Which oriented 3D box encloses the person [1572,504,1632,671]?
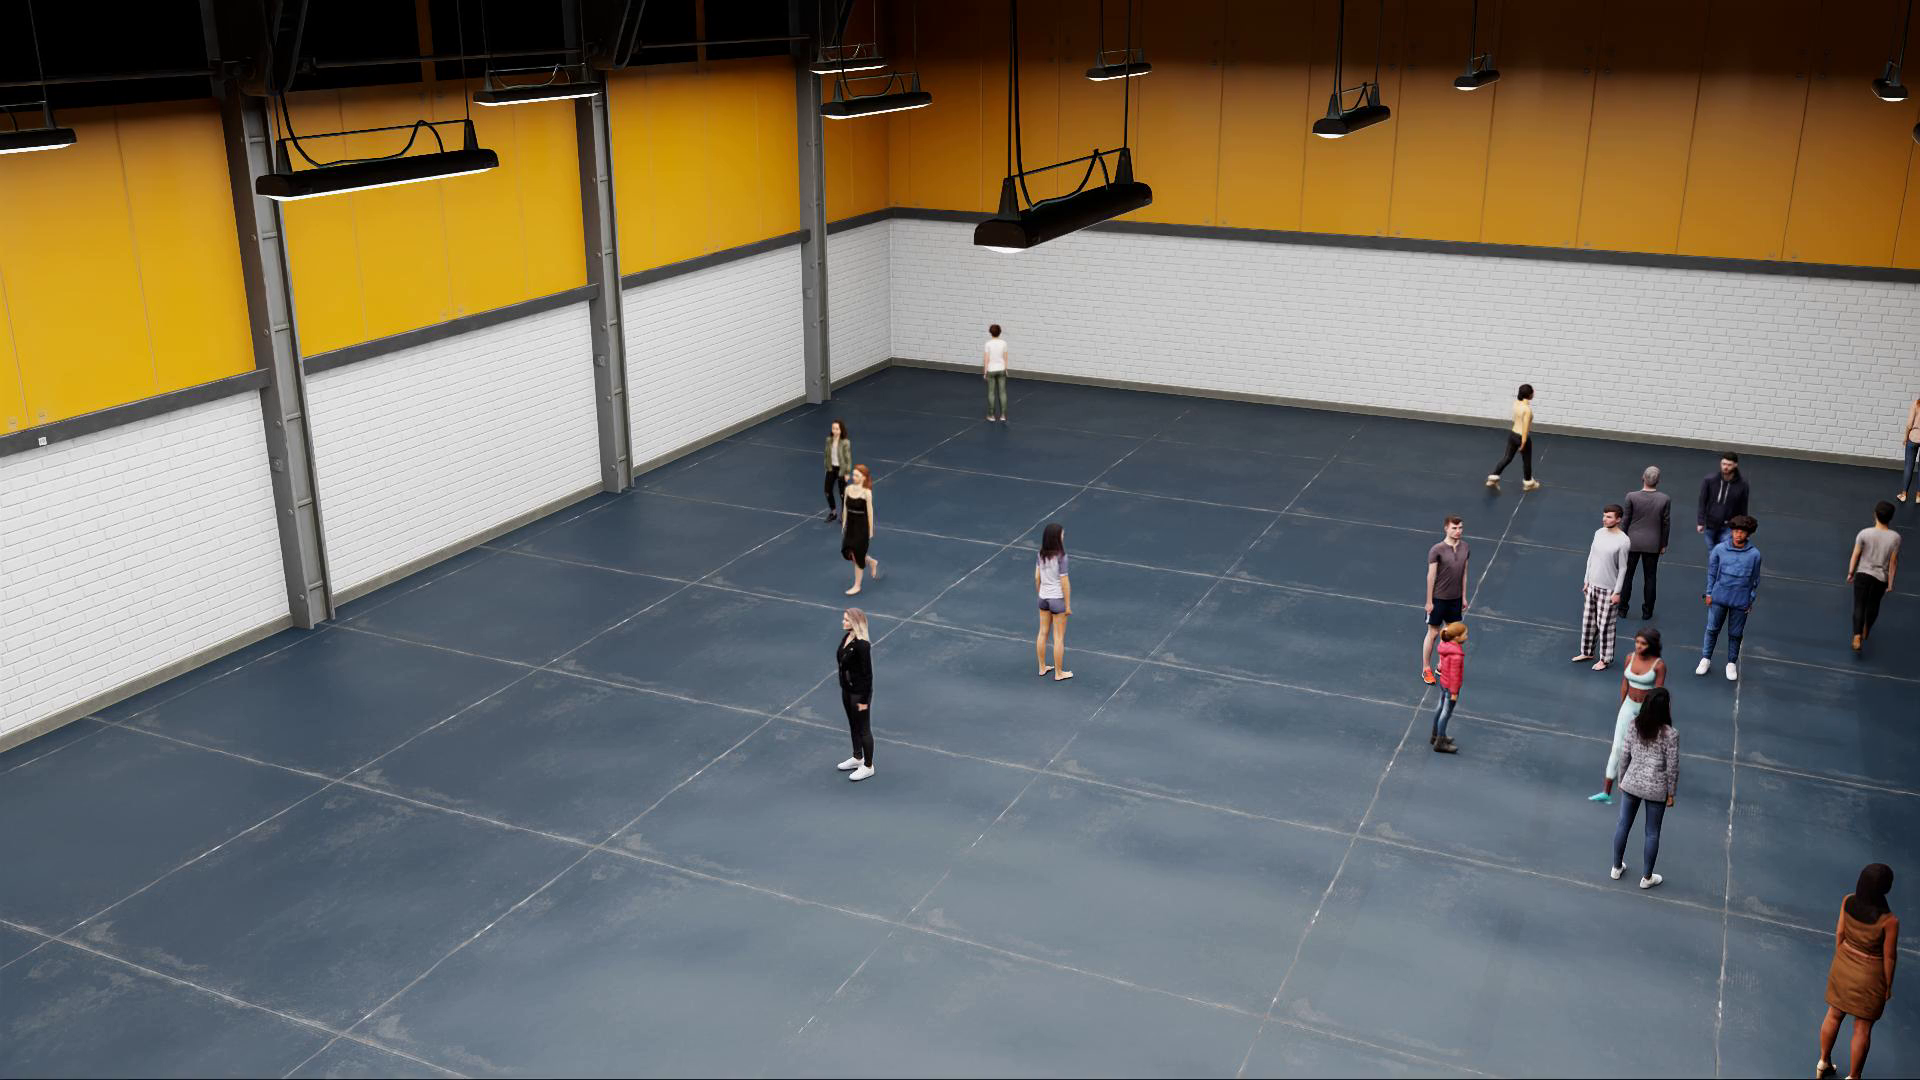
[{"bbox_3d":[7.015,0.491,18.101,0.730,1.847,0.704,-10,21,-27],"label":"person"}]

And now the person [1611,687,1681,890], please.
[{"bbox_3d":[5.656,2.023,13.735,0.678,1.731,0.627,16,25,40],"label":"person"}]

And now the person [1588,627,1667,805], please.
[{"bbox_3d":[6.224,1.585,15.100,1.099,1.689,0.867,-15,24,-38],"label":"person"}]

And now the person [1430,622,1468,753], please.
[{"bbox_3d":[4.749,1.416,16.189,0.633,1.315,0.521,1,19,3],"label":"person"}]

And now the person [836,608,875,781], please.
[{"bbox_3d":[-0.956,1.424,15.585,0.730,1.685,0.698,-9,21,-26],"label":"person"}]

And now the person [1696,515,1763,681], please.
[{"bbox_3d":[8.281,0.590,17.864,0.672,1.811,0.563,9,21,26],"label":"person"}]

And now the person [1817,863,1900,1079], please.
[{"bbox_3d":[6.017,2.922,11.129,0.676,1.690,0.639,-10,21,-26],"label":"person"}]

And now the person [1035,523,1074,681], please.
[{"bbox_3d":[0.995,0.645,17.823,0.627,1.733,0.649,-17,25,-41],"label":"person"}]

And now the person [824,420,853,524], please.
[{"bbox_3d":[-1.649,-0.959,23.007,0.593,1.465,0.595,9,21,25],"label":"person"}]

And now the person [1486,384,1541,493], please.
[{"bbox_3d":[8.074,-1.462,24.242,1.150,1.630,1.083,-7,20,-20],"label":"person"}]

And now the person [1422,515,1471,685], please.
[{"bbox_3d":[5.182,0.614,17.731,0.722,1.851,0.774,-6,20,-17],"label":"person"}]

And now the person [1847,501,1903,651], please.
[{"bbox_3d":[10.152,0.435,18.523,0.604,1.685,1.093,9,21,25],"label":"person"}]

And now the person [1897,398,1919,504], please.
[{"bbox_3d":[13.790,-1.422,23.869,0.601,1.792,0.524,7,20,20],"label":"person"}]

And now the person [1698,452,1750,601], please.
[{"bbox_3d":[9.236,-0.183,20.149,0.844,1.819,1.282,13,23,34],"label":"person"}]

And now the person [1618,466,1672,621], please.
[{"bbox_3d":[8.002,0.023,19.506,0.764,1.839,0.643,5,19,14],"label":"person"}]

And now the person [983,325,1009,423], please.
[{"bbox_3d":[0.614,-2.855,28.344,0.668,1.652,0.706,-4,19,-12],"label":"person"}]

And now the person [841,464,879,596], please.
[{"bbox_3d":[-1.191,-0.160,20.410,0.695,1.608,0.948,14,23,35],"label":"person"}]
